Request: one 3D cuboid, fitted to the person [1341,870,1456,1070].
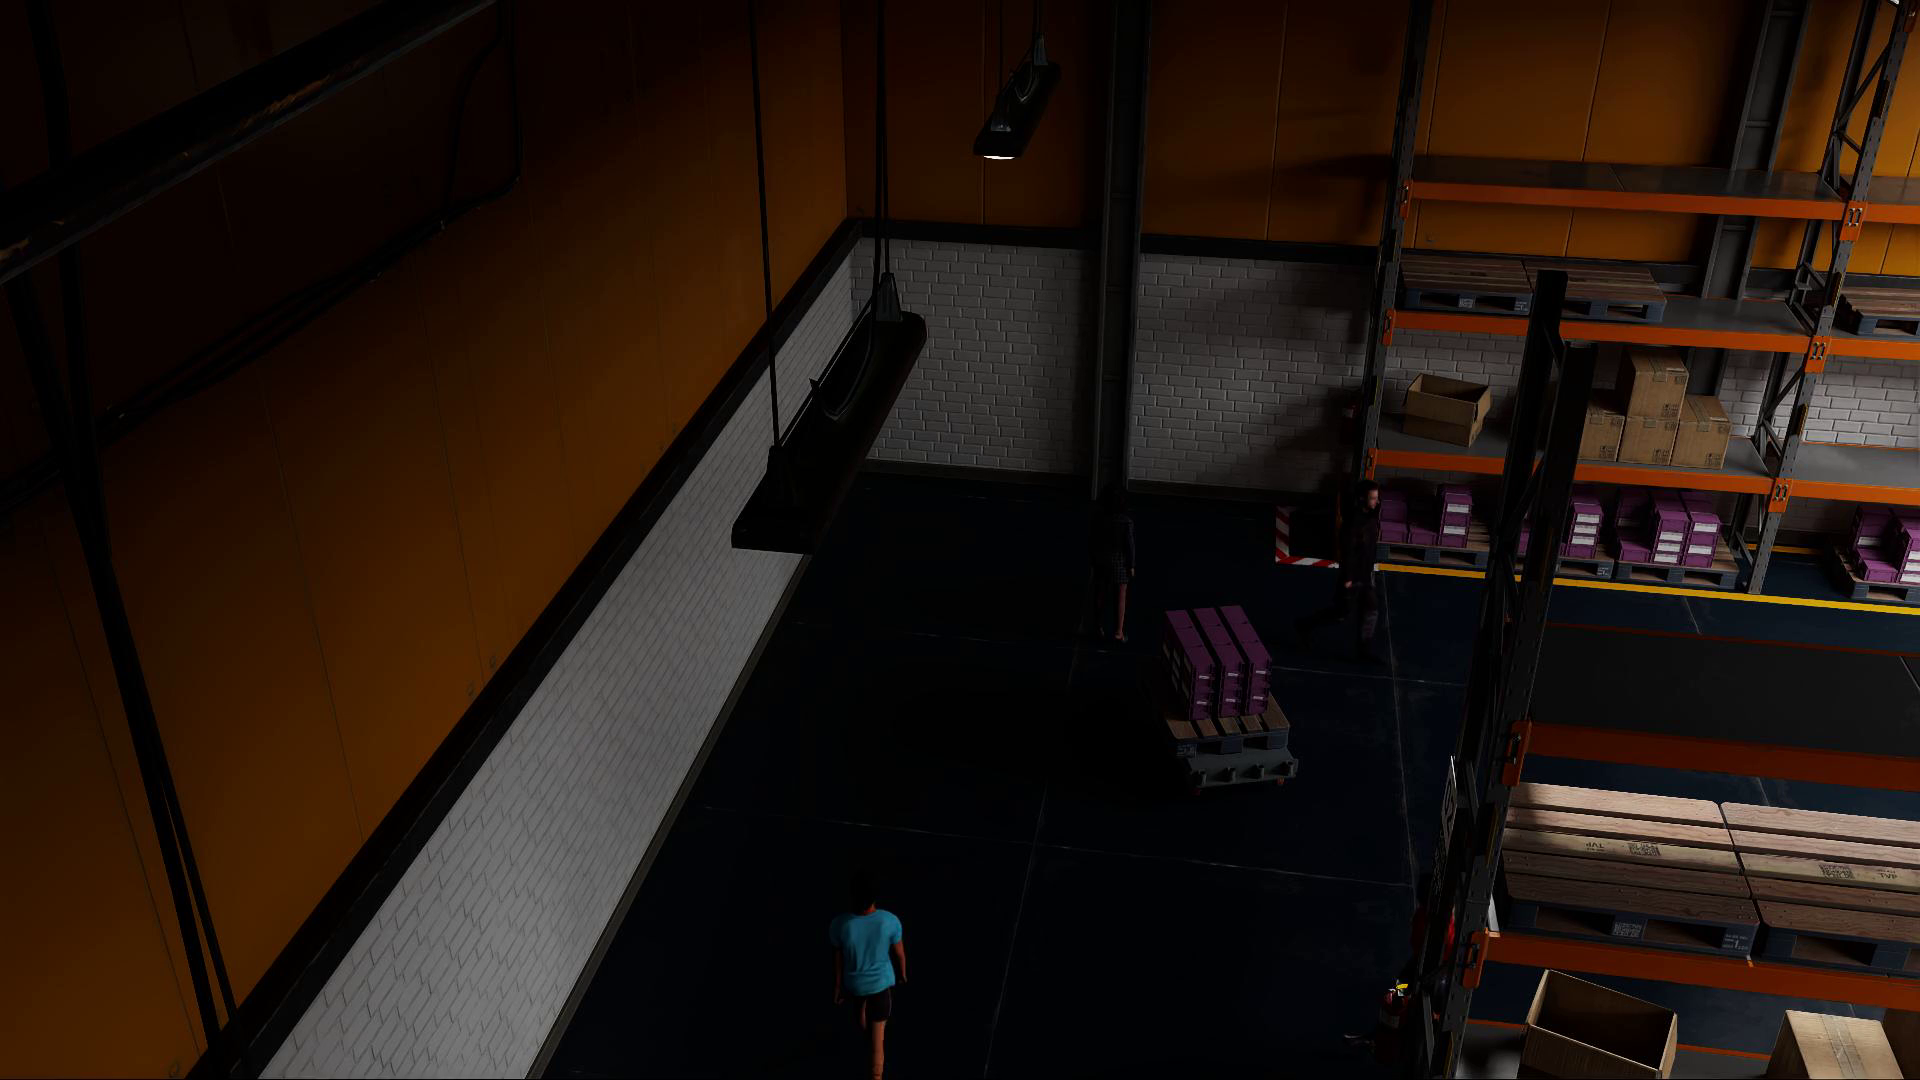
[{"bbox_3d":[3.187,2.874,10.991,1.020,1.672,0.743,-1,29,-2],"label":"person"}]

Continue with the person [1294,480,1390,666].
[{"bbox_3d":[3.615,0.294,15.498,1.264,1.885,1.014,19,34,30],"label":"person"}]

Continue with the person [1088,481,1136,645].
[{"bbox_3d":[1.439,0.227,15.813,0.585,1.701,0.746,14,32,24],"label":"person"}]

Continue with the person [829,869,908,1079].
[{"bbox_3d":[-0.590,2.959,10.787,1.167,1.718,0.860,0,29,-1],"label":"person"}]
